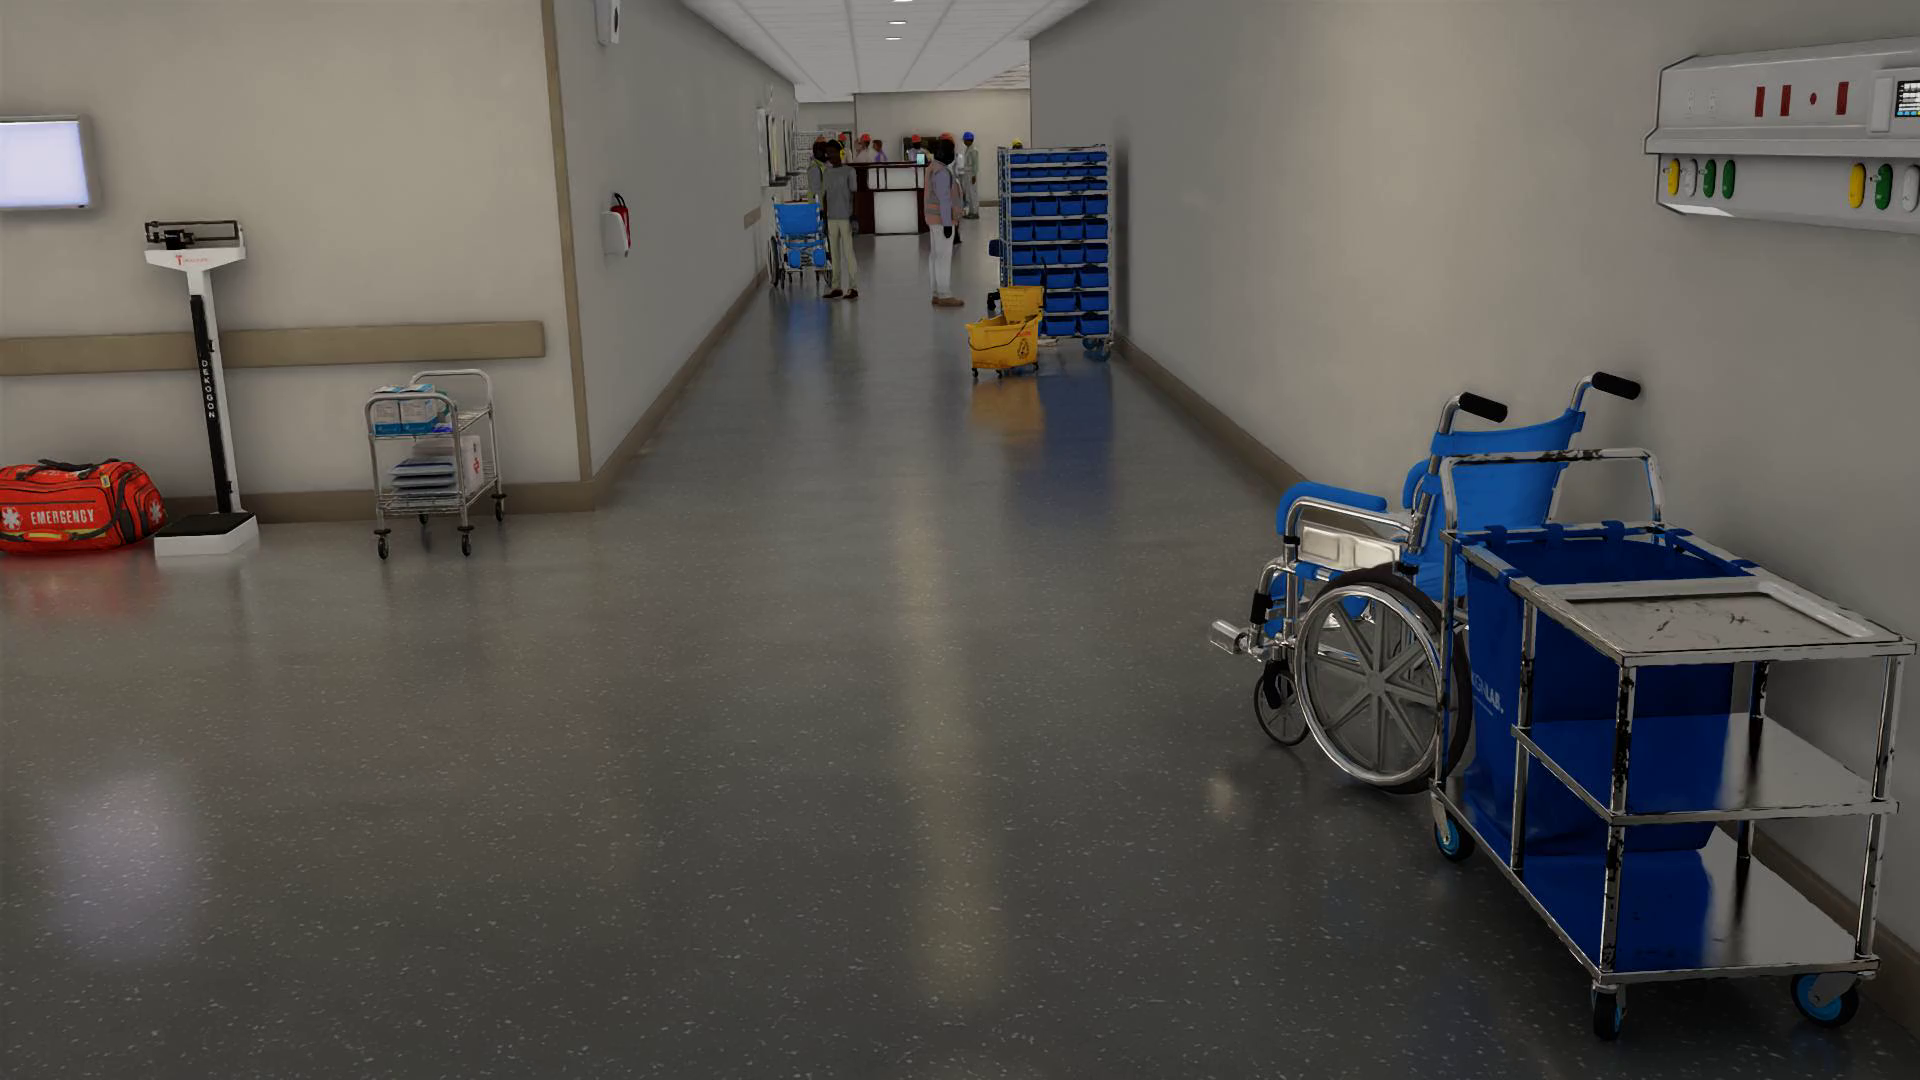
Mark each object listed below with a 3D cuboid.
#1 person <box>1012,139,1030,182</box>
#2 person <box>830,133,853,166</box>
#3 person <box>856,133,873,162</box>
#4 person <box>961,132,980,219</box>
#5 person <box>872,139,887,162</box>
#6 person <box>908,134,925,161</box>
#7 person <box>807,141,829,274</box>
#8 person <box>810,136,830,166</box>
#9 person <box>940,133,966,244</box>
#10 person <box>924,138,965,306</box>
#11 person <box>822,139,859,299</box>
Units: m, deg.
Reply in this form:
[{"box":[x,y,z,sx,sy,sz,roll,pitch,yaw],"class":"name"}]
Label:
[{"box":[1.216,-7.429,34.564,0.522,1.762,0.320,-5,14,-15],"class":"person"},{"box":[-2.898,-9.041,41.176,0.609,1.996,0.383,4,15,23],"class":"person"},{"box":[-2.374,-9.270,42.093,0.418,1.983,0.622,7,16,33],"class":"person"},{"box":[0.240,-8.259,37.691,0.395,1.945,0.618,-5,14,-15],"class":"person"},{"box":[-1.854,-8.539,39.353,0.404,1.836,0.562,-4,14,-10],"class":"person"},{"box":[-1.032,-8.922,40.615,0.550,1.928,0.390,6,16,29],"class":"person"},{"box":[-1.921,-4.688,23.493,0.429,1.845,0.621,0,14,7],"class":"person"},{"box":[-3.121,-8.166,37.728,0.543,1.938,0.356,9,17,37],"class":"person"},{"box":[-0.232,-6.092,28.932,0.571,1.900,0.845,8,17,36],"class":"person"},{"box":[-0.179,-3.534,18.554,0.430,1.841,0.624,-4,14,-11],"class":"person"},{"box":[-1.423,-3.785,19.677,0.533,1.864,0.310,8,17,34],"class":"person"}]
